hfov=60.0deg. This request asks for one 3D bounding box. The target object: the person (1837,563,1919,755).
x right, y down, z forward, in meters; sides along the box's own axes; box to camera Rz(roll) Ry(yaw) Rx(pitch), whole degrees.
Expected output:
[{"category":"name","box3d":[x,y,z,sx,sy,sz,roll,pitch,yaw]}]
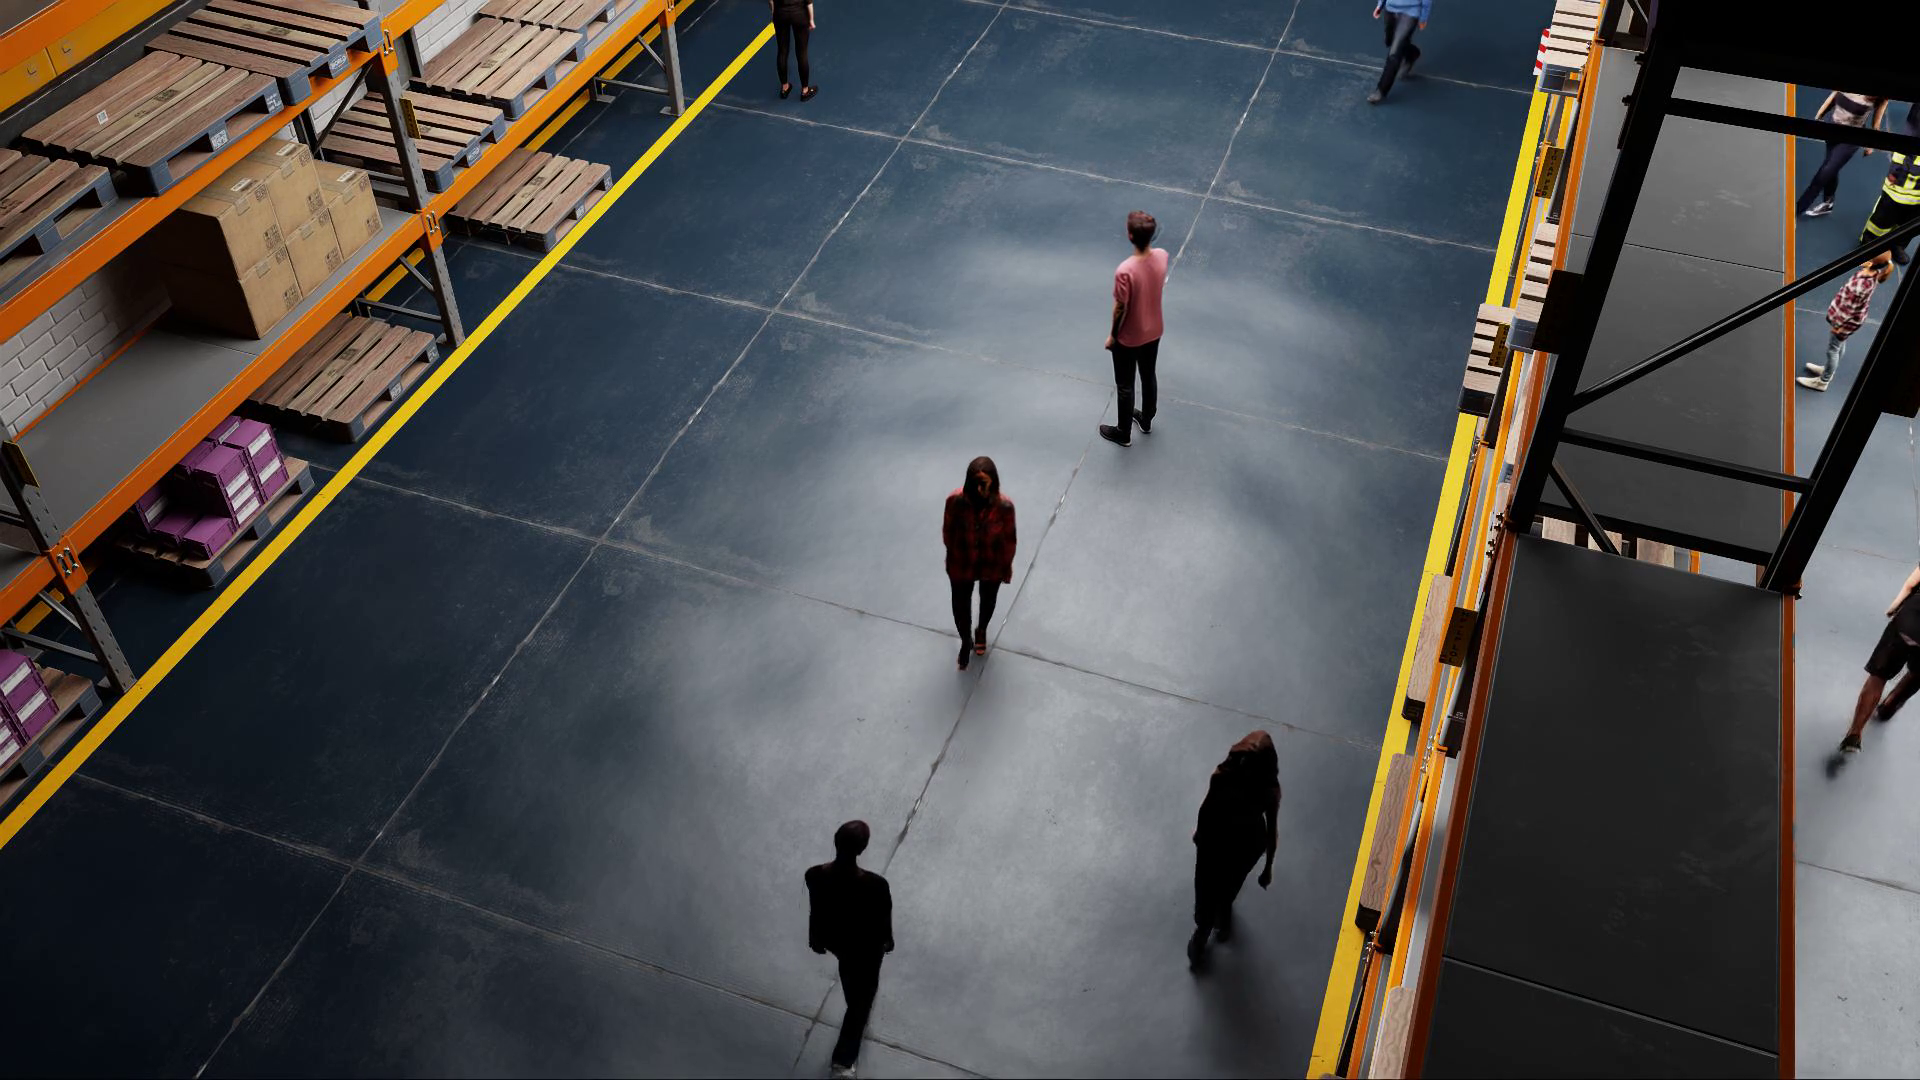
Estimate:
[{"category":"person","box3d":[5.790,0.604,10.045,0.927,1.835,1.248,29,51,27]}]

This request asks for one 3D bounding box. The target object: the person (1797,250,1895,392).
[{"category":"person","box3d":[6.890,-1.735,12.885,0.656,1.306,0.554,30,51,27]}]

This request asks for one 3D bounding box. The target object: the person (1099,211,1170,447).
[{"category":"person","box3d":[1.305,-1.537,12.200,0.680,1.964,0.783,-27,50,-25]}]

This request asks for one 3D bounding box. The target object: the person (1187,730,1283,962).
[{"category":"person","box3d":[1.531,1.559,9.119,0.629,1.730,0.726,13,45,13]}]

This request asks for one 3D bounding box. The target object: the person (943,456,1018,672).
[{"category":"person","box3d":[0.132,0.072,10.707,0.713,1.692,0.748,3,44,4]}]

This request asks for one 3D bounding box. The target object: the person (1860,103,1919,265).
[{"category":"person","box3d":[8.130,-3.183,14.031,0.819,1.821,0.776,2,44,2]}]

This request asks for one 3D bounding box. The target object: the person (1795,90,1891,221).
[{"category":"person","box3d":[7.722,-3.495,14.430,1.171,1.721,1.074,-20,47,-20]}]

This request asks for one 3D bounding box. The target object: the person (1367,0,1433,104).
[{"category":"person","box3d":[4.356,-5.183,16.148,1.208,1.795,1.001,-32,52,-29]}]

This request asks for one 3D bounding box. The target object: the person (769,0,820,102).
[{"category":"person","box3d":[-1.647,-5.085,16.105,0.612,1.713,0.540,10,45,10]}]

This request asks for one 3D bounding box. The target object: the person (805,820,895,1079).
[{"category":"person","box3d":[-0.571,2.118,8.536,0.647,1.725,1.012,9,44,9]}]
